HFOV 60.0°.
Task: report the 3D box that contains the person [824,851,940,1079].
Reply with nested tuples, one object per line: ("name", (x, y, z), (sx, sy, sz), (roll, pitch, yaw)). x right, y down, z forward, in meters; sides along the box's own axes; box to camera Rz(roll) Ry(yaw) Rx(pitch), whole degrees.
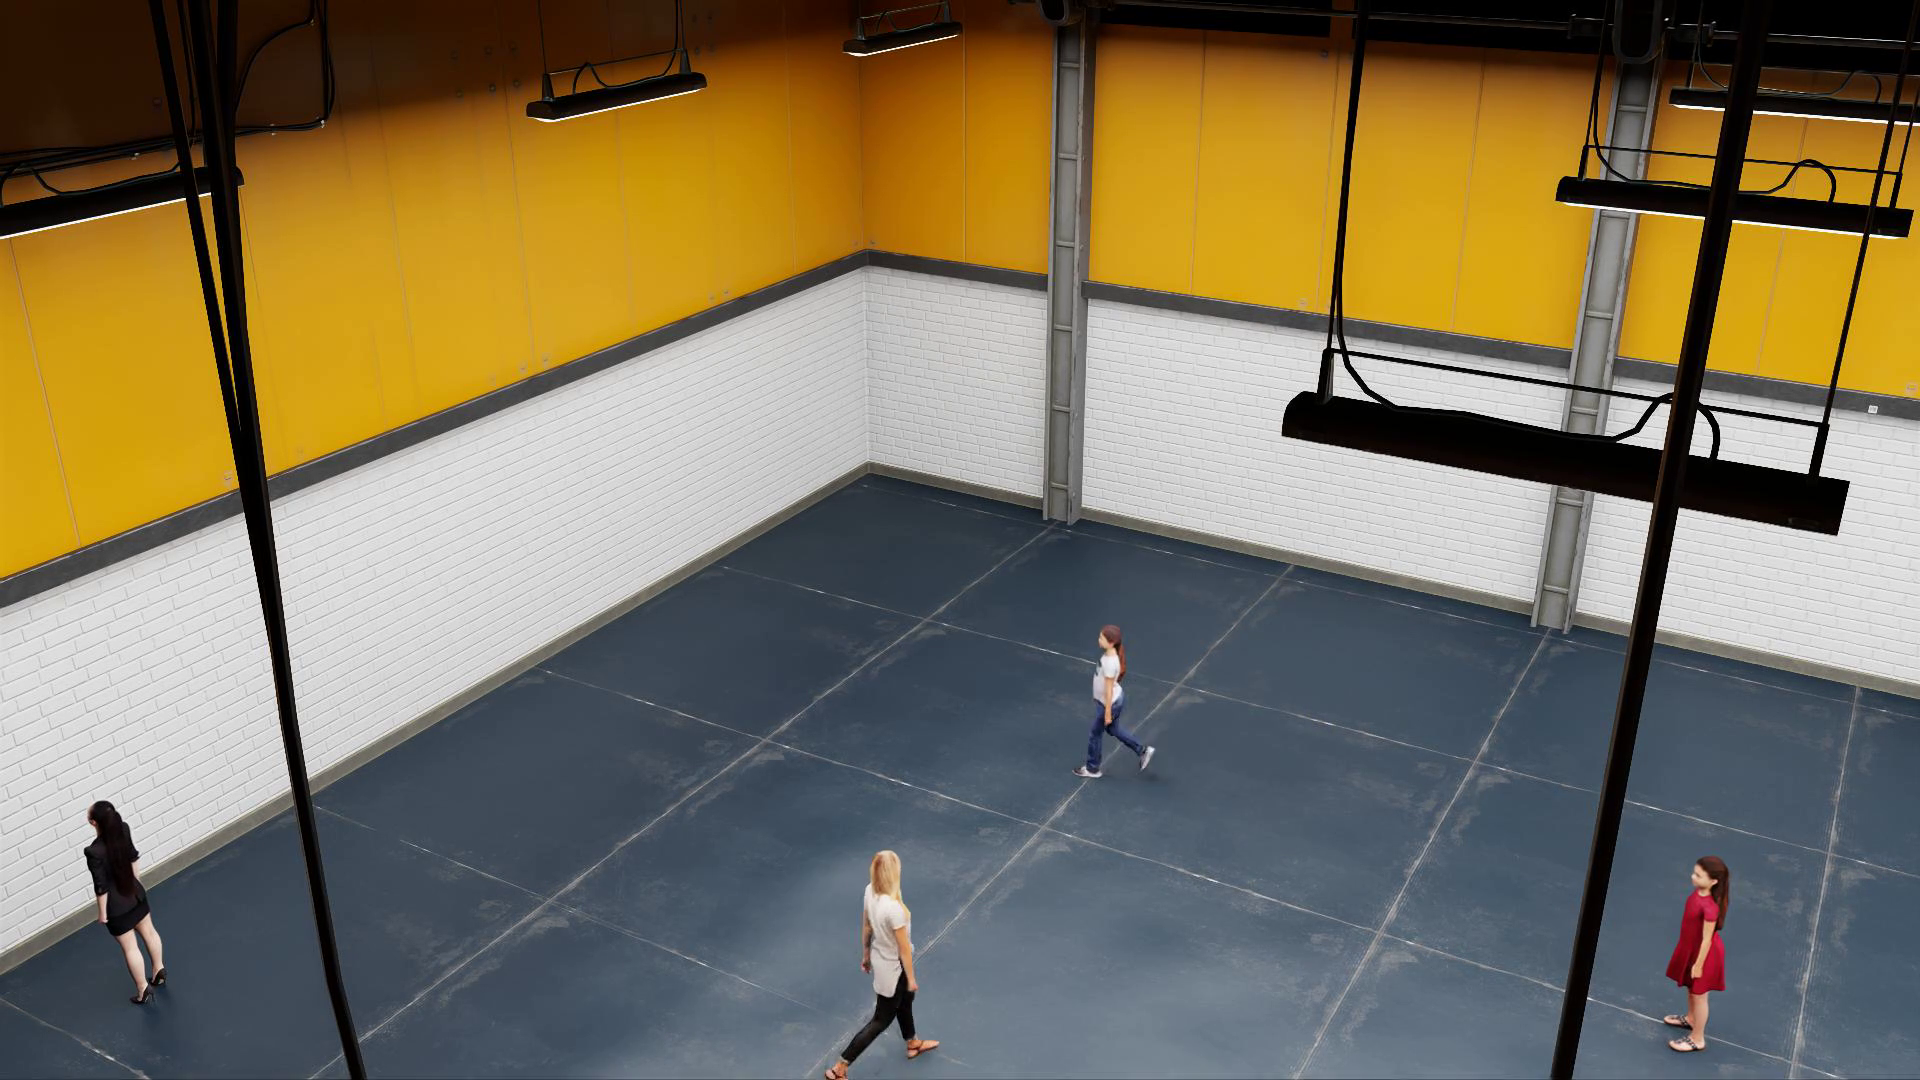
("person", (-0.557, 2.958, 11.316), (1.041, 1.791, 1.182), (-14, 27, -29))

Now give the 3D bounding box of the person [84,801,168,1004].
("person", (-6.112, 2.636, 12.174), (0.608, 1.696, 0.643), (6, 24, 13))

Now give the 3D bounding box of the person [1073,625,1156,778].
("person", (1.412, 1.466, 15.039), (1.018, 1.545, 0.722), (5, 24, 10))

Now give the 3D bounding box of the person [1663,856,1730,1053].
("person", (5.248, 2.896, 11.768), (0.689, 1.545, 0.636), (5, 24, 11))
